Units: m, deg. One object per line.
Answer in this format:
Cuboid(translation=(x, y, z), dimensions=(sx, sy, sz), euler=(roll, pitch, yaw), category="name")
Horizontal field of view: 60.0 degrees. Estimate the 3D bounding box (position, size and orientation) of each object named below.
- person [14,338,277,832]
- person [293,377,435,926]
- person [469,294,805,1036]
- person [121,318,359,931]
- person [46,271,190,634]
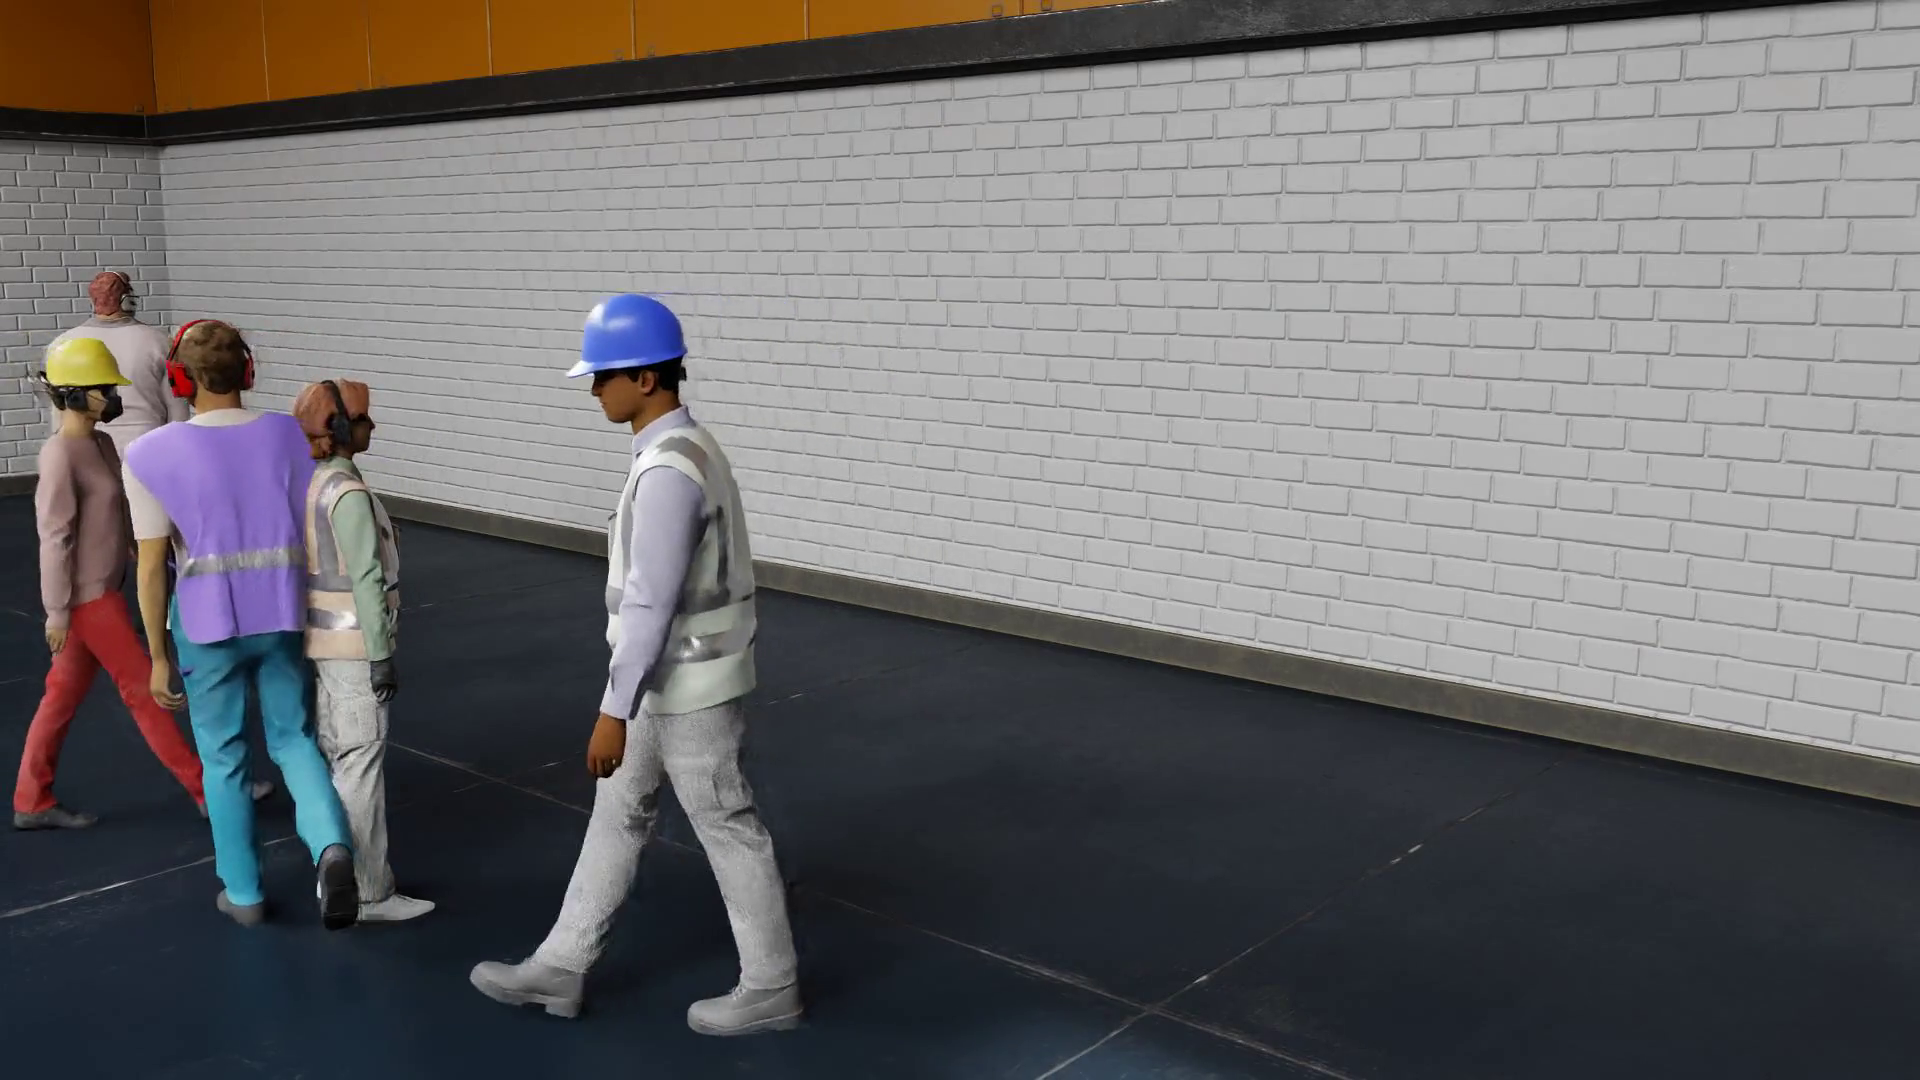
Cuboid(translation=(-2.896, 0.172, 5.735), dimensions=(0.885, 1.718, 0.532), euler=(-3, 10, -16), category="person")
Cuboid(translation=(-1.839, 0.335, 5.006), dimensions=(0.307, 1.644, 0.514), euler=(-8, 13, -39), category="person")
Cuboid(translation=(-0.838, 0.351, 4.165), dimensions=(0.950, 1.898, 0.630), euler=(-2, 10, -10), category="person")
Cuboid(translation=(-2.047, 0.280, 4.803), dimensions=(0.589, 1.824, 0.656), euler=(-8, 13, -40), category="person")
Cuboid(translation=(-4.350, -0.440, 8.678), dimensions=(0.643, 1.905, 0.399), euler=(-3, 10, -18), category="person")
